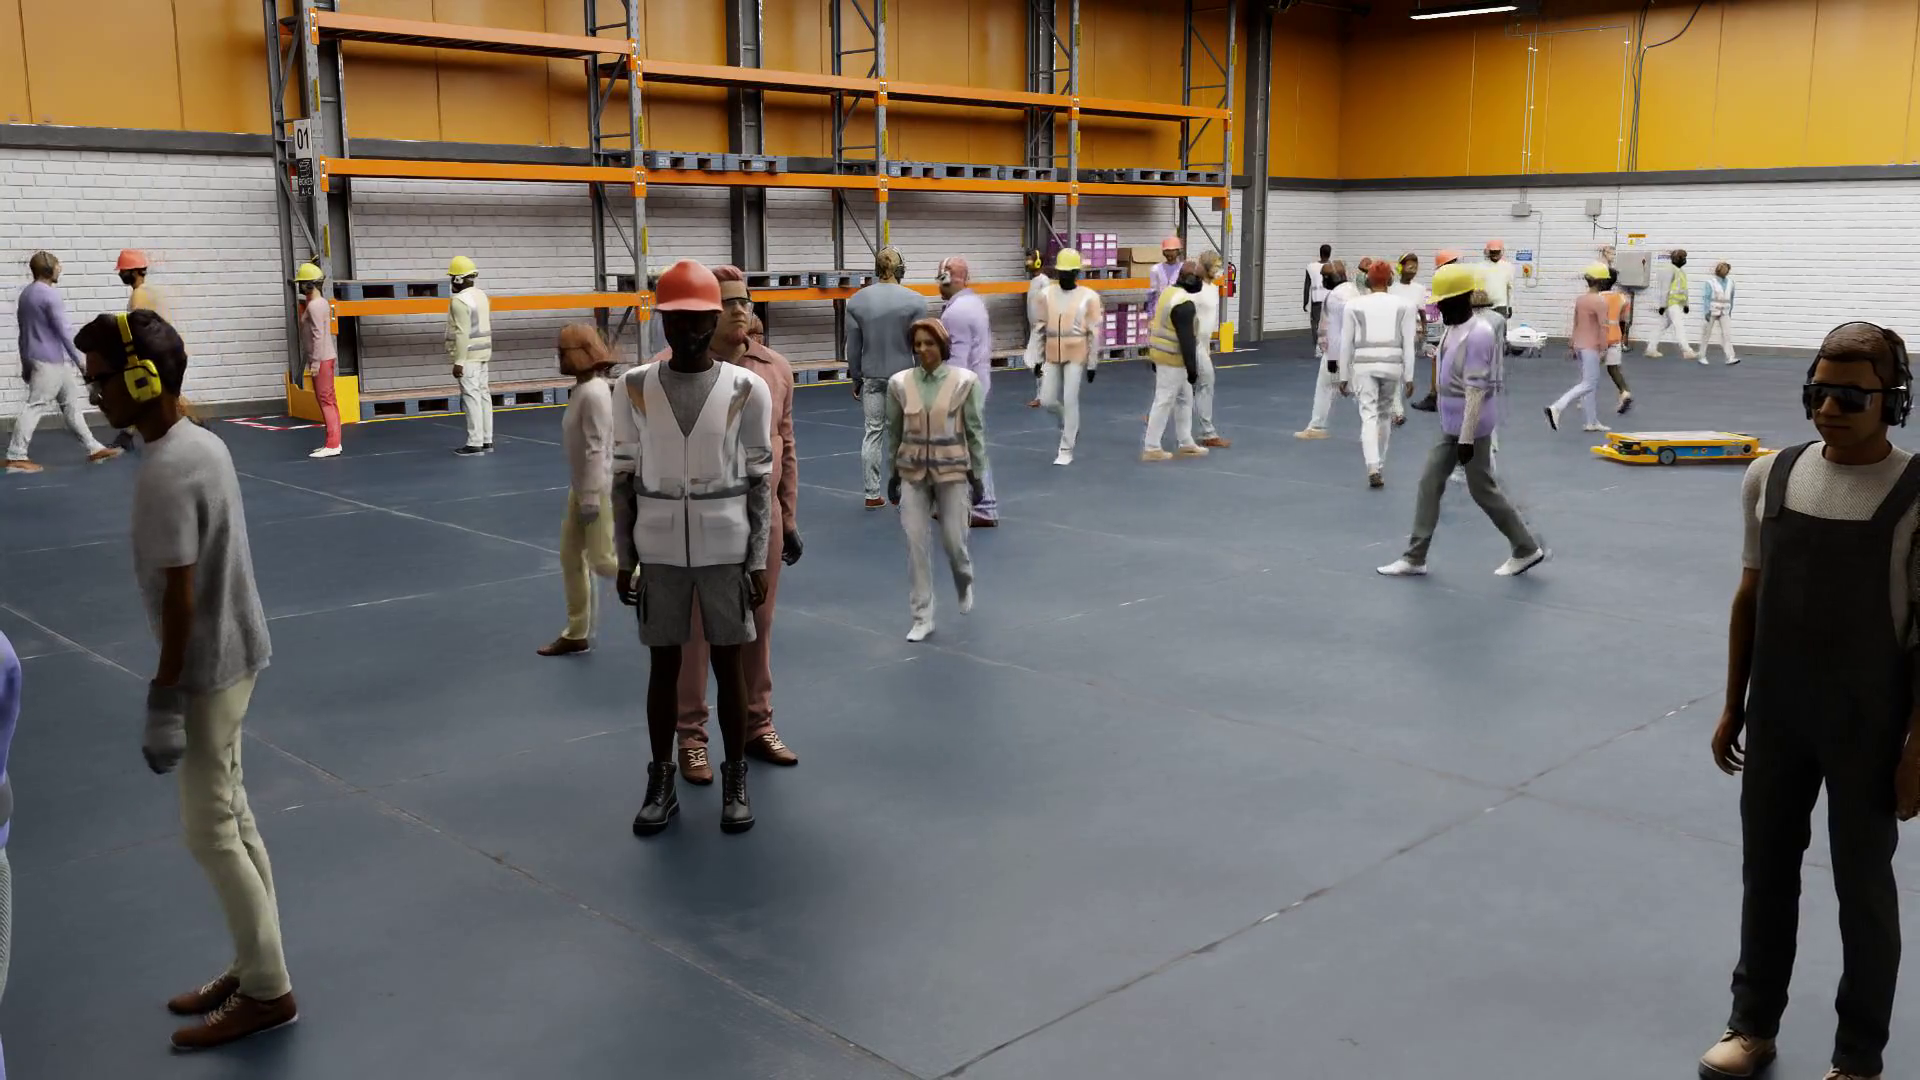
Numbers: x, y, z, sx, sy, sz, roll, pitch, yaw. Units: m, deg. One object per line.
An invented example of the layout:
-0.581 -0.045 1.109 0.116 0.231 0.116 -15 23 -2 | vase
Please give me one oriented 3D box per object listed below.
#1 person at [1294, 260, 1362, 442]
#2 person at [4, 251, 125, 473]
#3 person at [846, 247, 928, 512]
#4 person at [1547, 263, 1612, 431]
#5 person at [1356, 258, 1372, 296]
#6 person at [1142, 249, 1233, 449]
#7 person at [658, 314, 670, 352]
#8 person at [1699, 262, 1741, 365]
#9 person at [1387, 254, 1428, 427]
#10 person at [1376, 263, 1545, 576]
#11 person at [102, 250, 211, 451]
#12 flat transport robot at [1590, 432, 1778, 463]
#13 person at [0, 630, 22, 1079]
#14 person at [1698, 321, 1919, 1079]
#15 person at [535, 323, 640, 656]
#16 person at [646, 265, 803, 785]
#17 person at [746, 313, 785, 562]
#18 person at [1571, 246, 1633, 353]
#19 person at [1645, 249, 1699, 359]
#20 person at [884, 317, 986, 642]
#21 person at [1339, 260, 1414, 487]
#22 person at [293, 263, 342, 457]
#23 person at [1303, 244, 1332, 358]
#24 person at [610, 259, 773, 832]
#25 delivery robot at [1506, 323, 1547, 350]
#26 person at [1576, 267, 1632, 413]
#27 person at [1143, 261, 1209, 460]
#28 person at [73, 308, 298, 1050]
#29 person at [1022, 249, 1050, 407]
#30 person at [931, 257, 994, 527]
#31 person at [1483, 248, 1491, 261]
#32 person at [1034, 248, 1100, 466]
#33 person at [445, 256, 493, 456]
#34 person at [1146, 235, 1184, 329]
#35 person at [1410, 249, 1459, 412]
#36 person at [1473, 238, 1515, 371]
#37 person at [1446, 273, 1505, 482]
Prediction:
3.777 -1.845 16.312 0.917 1.793 0.646 7 13 34 | person
-7.833 -1.531 14.349 0.637 1.889 1.036 10 15 44 | person
-0.516 -1.166 12.180 0.635 1.937 0.354 4 11 19 | person
6.393 -1.966 17.062 0.727 1.746 0.537 -2 11 -10 | person
7.168 -4.194 29.553 0.280 1.624 0.493 -2 11 -11 | person
2.182 -1.833 15.938 0.892 1.903 0.640 5 11 24 | person
-2.024 -1.146 12.407 0.423 1.815 0.608 -7 13 -35 | person
11.843 -3.514 25.916 0.538 1.593 0.849 -1 10 -7 | person
4.716 -2.109 17.657 0.530 1.813 0.952 -1 10 -5 | person
3.020 -0.690 9.794 0.945 1.872 0.618 -1 10 -5 | person
-7.584 -1.770 15.619 0.978 1.897 0.535 -5 11 -24 | person
6.518 -0.844 14.973 1.431 0.197 0.652 -1 10 -5 | flat transport robot
-1.363 0.699 2.012 0.356 1.938 0.545 1 10 5 | person
1.997 0.419 3.831 0.341 1.839 0.501 -7 12 -33 | person
-1.701 -0.238 7.996 0.653 1.614 0.501 -5 11 -25 | person
-0.868 -0.061 6.231 0.641 1.913 0.408 -8 13 -36 | person
-1.273 -0.536 9.720 0.496 1.584 0.894 9 13 39 | person
11.080 -4.144 28.701 0.651 1.849 1.038 -10 15 -44 | person
11.799 -3.889 27.437 0.954 1.793 0.646 9 14 40 | person
-0.119 -0.318 8.406 0.527 1.621 0.506 3 11 15 | person
3.399 -1.359 13.549 0.586 1.839 0.951 1 10 6 | person
-5.886 -1.638 15.225 0.326 1.767 0.533 -2 11 -13 | person
6.008 -3.959 27.562 0.596 1.891 0.879 0 10 2 | person
-0.903 0.034 5.630 0.545 1.943 0.347 0 10 -2 | person
9.399 -3.370 27.721 0.477 0.478 0.707 -9 14 -40 | delivery robot
7.396 -2.275 18.978 0.539 1.673 0.768 -2 11 -10 | person
2.001 -1.588 14.891 0.774 1.795 0.677 -1 10 -3 | person
-1.930 0.350 4.172 0.379 1.851 0.527 -3 11 -18 | person
0.894 -2.483 19.567 0.423 1.861 0.552 -3 11 -14 | person
0.002 -1.028 11.618 0.587 1.869 0.665 2 11 10 | person
9.243 -4.218 29.175 0.781 1.800 0.599 6 12 30 | person
0.952 -1.623 14.742 0.614 1.912 0.495 6 12 28 | person
-4.526 -1.688 15.313 0.404 1.833 0.591 1 10 7 | person
2.795 -3.009 21.990 0.615 2.027 0.544 4 11 23 | person
5.615 -2.378 19.006 0.920 1.852 0.647 8 13 37 | person
7.903 -3.481 24.706 0.635 1.976 0.588 2 11 12 | person
4.167 -1.288 13.440 0.494 1.714 0.661 0 10 1 | person
